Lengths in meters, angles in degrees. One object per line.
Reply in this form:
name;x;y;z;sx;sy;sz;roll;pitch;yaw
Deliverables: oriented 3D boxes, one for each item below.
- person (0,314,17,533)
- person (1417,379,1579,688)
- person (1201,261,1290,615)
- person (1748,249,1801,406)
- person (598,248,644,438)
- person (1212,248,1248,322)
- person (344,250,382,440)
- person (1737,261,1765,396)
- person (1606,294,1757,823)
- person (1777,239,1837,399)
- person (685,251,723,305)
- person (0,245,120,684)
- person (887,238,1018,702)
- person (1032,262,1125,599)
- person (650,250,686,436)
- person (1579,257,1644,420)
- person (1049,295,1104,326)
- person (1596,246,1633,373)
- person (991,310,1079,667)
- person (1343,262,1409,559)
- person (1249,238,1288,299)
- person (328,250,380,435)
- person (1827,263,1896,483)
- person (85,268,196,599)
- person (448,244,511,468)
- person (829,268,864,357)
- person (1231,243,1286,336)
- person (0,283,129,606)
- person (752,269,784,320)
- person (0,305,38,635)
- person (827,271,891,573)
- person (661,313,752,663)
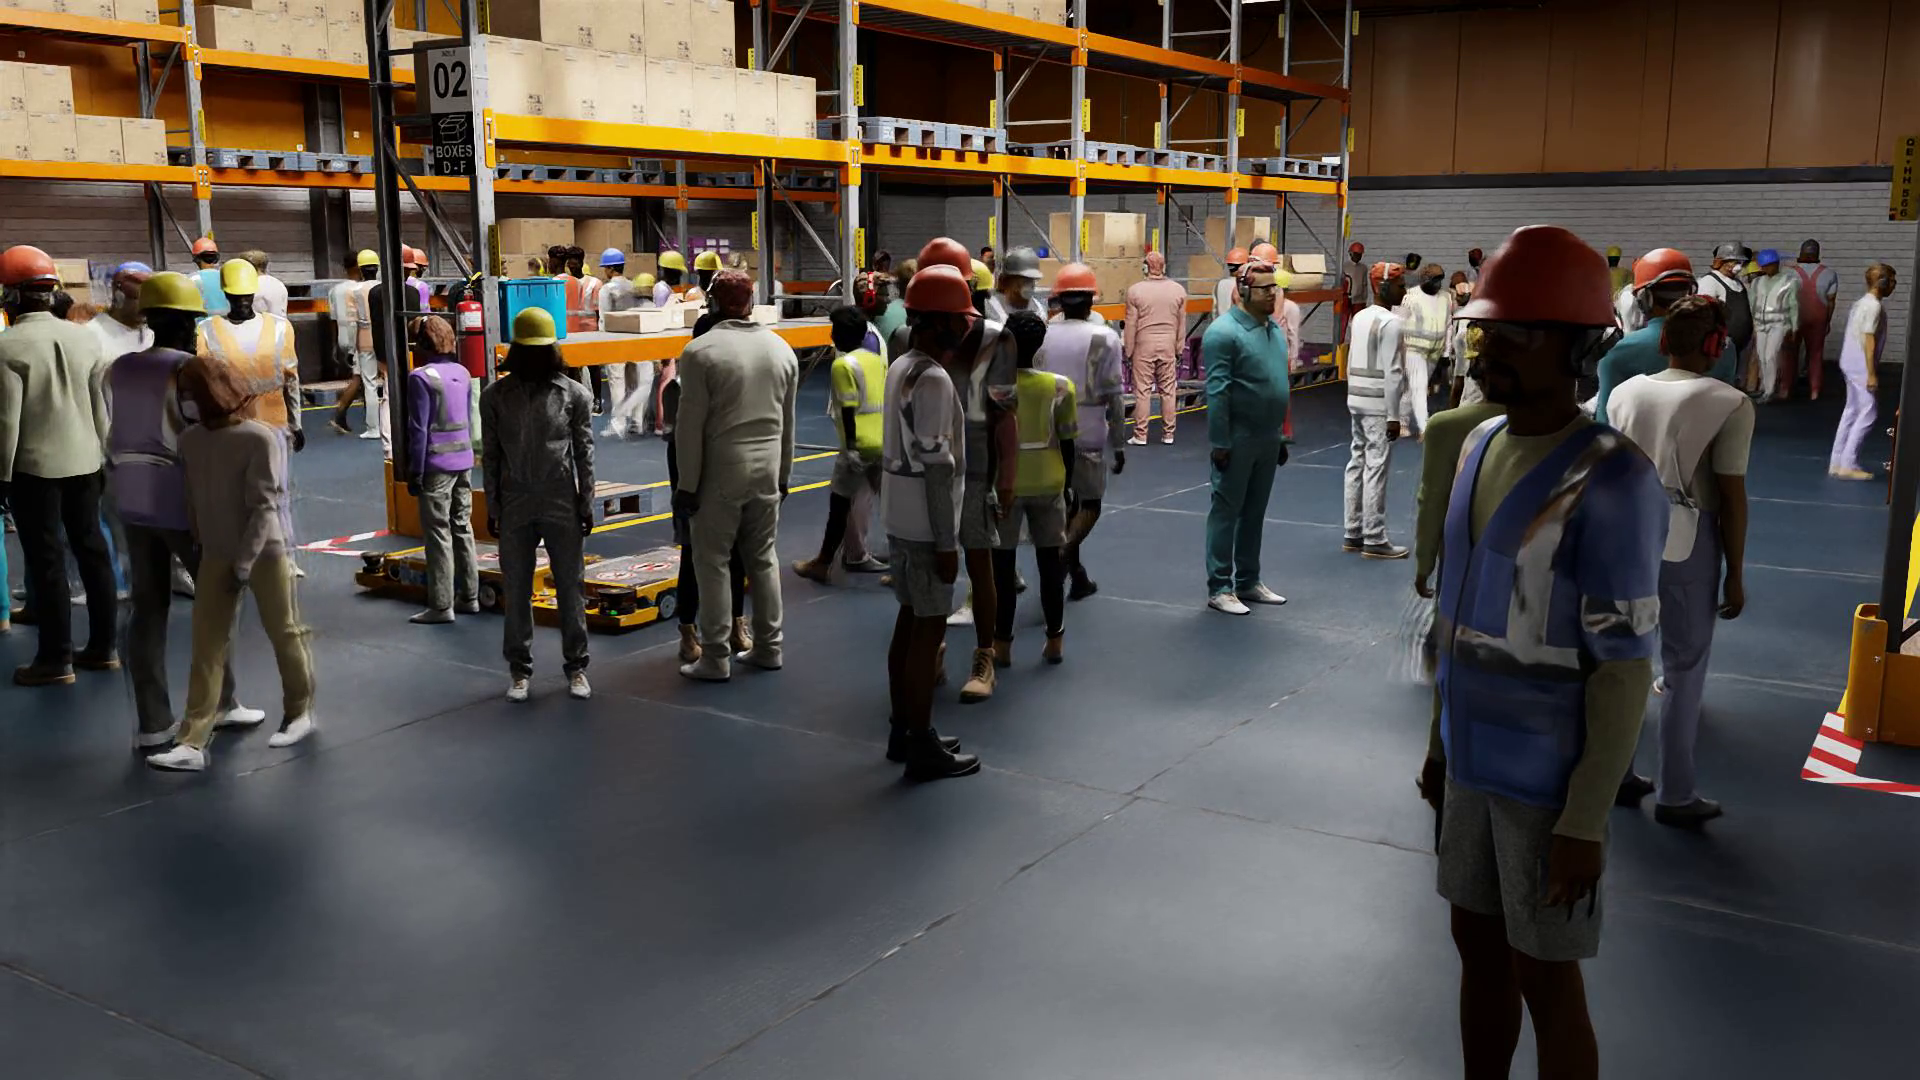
person;-6.806;-0.989;11.358;0.606;1.958;0.379;-9;14;-42
person;2.381;-0.114;7.221;0.513;1.694;0.909;-6;12;-29
person;1.594;-0.560;9.100;0.405;1.911;0.636;10;14;43
person;9.833;-2.575;20.281;0.743;1.898;0.631;-6;12;-31
person;-3.490;-2.010;17.057;0.414;1.939;0.605;5;12;28
person;3.007;-2.228;18.258;0.379;1.938;0.547;-7;12;-34
person;-5.968;-1.984;16.944;0.593;1.922;0.384;-10;14;-43
person;10.337;-2.745;21.619;0.337;1.763;0.538;-1;10;-7
person;2.471;0.069;5.818;0.387;1.837;0.563;-5;12;-27
person;10.764;-2.815;21.229;0.681;2.000;0.536;4;11;19
person;-2.313;-1.660;15.171;0.399;1.919;0.588;2;10;8
person;-4.175;-0.337;7.621;0.378;1.996;0.610;4;11;20
person;-0.051;-0.298;7.323;0.611;2.032;0.411;4;11;20
person;0.609;-0.564;9.143;0.557;1.911;0.742;4;11;23
person;-3.030;-2.038;17.258;0.394;1.922;0.621;-2;10;-11
person;6.731;-1.962;17.008;0.589;1.856;0.577;5;11;24
person;1.003;-1.361;14.027;0.574;1.729;0.402;-6;12;-30
person;9.906;-3.497;25.326;0.594;1.924;0.373;3;11;15
person;0.299;-0.240;7.910;0.540;1.695;0.317;-2;11;-13
person;2.663;-0.825;10.642;0.358;1.881;0.574;-2;10;-12
person;3.471;-2.521;19.601;0.537;2.000;0.683;-9;13;-40
person;-6.348;-2.075;17.452;0.613;1.930;0.979;5;11;25
person;7.617;-1.407;14.019;0.373;1.825;0.530;3;11;17
person;-4.511;-0.556;9.198;0.745;1.862;0.667;5;11;25
person;-4.227;-1.671;14.887;0.684;2.000;0.538;-5;11;-25
person;-1.134;-2.183;18.110;0.598;1.908;0.410;-5;11;-25
person;2.751;-1.718;15.283;0.401;1.989;0.623;-8;13;-38
person;-5.024;-0.562;9.154;0.758;1.890;0.664;-4;11;-19
person;-2.891;-3.350;25.079;0.578;1.757;0.526;4;11;22
person;-4.970;-0.432;8.584;0.346;1.840;0.502;5;11;26
person;-0.606;-0.714;10.169;0.388;1.837;0.560;-3;11;-15
person;-1.184;-0.253;8.001;0.535;1.690;0.323;-8;13;-36
